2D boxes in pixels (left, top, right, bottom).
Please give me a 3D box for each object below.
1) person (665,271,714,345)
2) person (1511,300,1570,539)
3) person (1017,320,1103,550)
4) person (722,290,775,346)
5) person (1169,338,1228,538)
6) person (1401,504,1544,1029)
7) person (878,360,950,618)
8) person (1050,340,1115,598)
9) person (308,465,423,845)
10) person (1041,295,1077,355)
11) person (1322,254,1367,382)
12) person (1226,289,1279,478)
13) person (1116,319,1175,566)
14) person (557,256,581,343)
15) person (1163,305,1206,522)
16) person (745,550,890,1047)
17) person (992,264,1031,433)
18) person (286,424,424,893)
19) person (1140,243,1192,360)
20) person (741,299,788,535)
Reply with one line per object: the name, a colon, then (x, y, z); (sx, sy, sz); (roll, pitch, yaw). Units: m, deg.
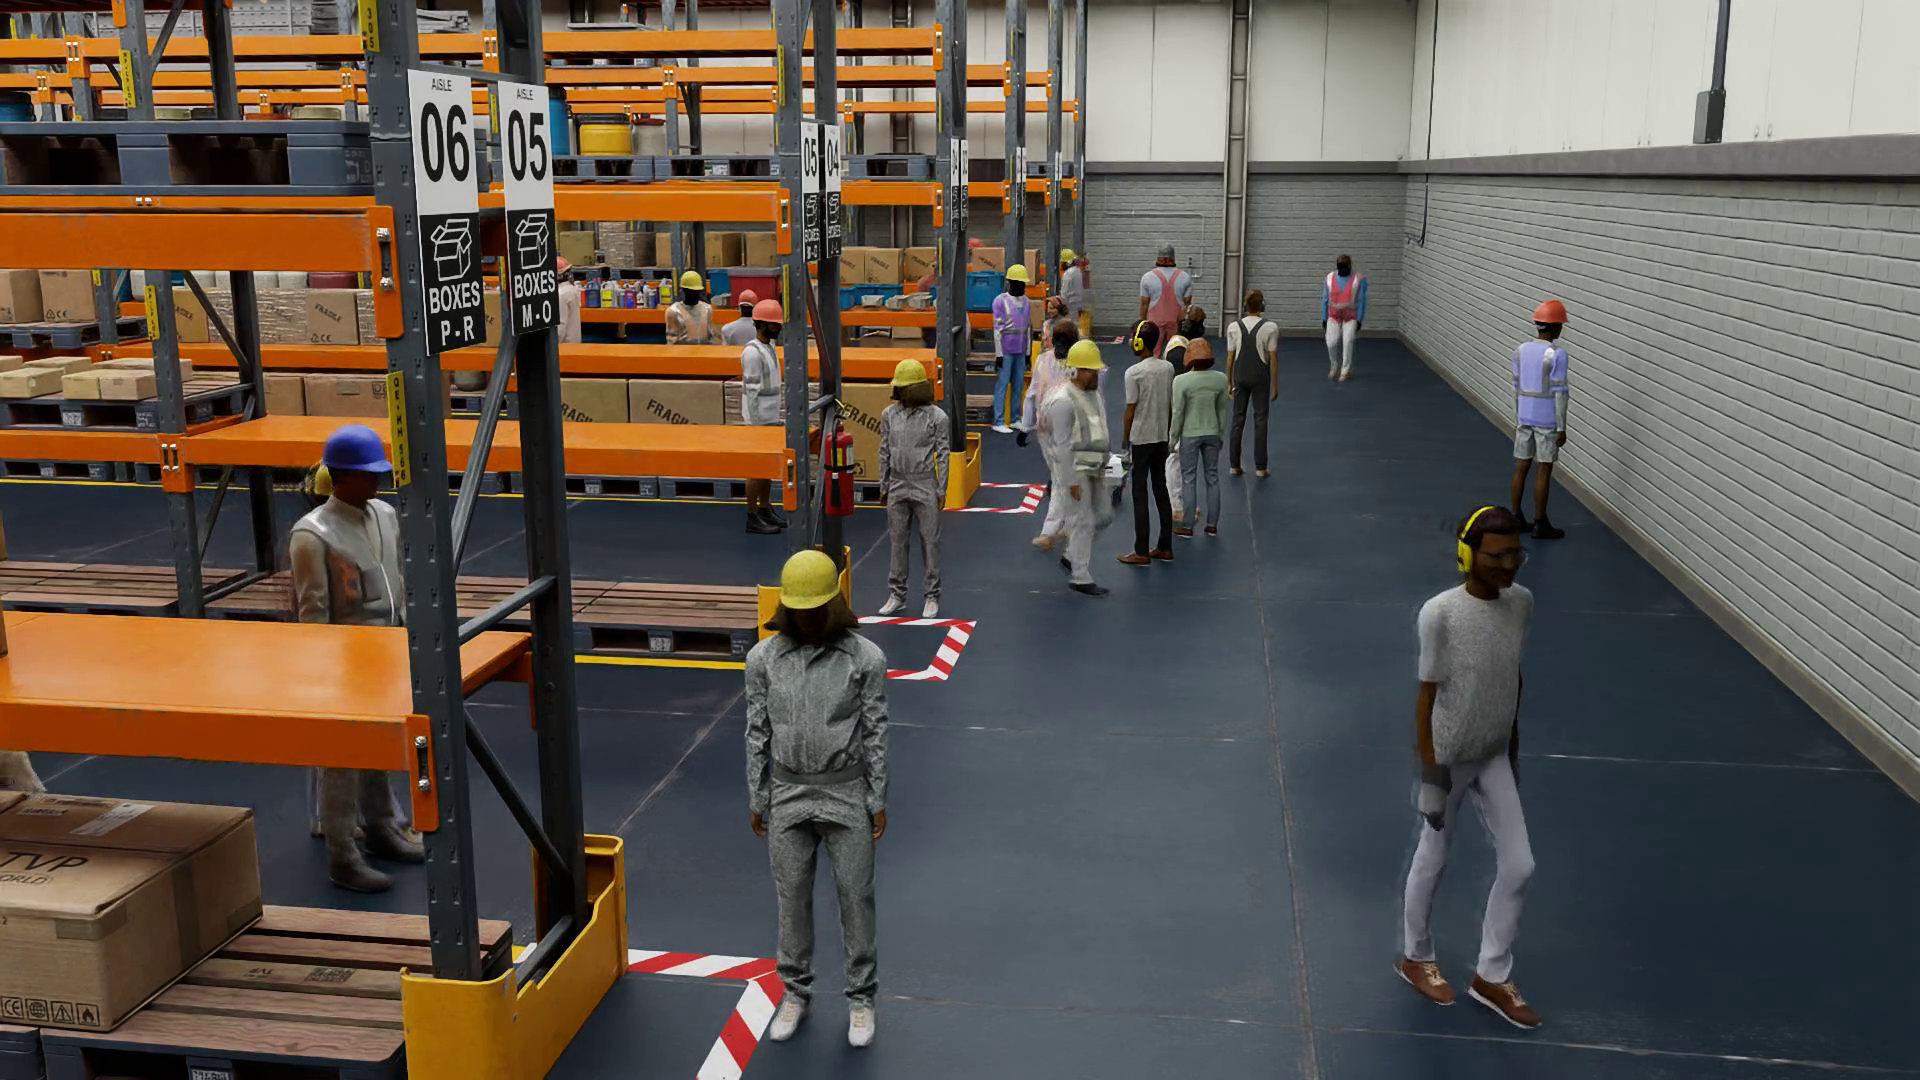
person: (-2.864, -1.911, 17.796); (0.582, 1.917, 0.404); (-12, 17, -44)
person: (4.726, -0.977, 13.516); (0.359, 1.938, 0.547); (-7, 14, -27)
person: (0.782, -0.846, 13.258); (0.614, 1.794, 0.919); (11, 17, 41)
person: (-2.178, -1.714, 17.258); (0.561, 1.753, 0.327); (-1, 13, -3)
person: (1.938, -0.828, 13.540); (0.497, 1.633, 0.287); (-4, 13, -18)
person: (1.809, 0.788, 5.760); (0.548, 1.843, 0.710); (-5, 14, -23)
person: (-0.318, -0.337, 11.083); (0.492, 1.737, 0.321); (4, 13, 19)
person: (0.861, -0.496, 11.618); (0.433, 1.815, 0.619); (7, 14, 29)
person: (-2.565, 0.500, 7.266); (0.711, 1.741, 0.547); (0, 12, 1)
person: (1.075, -1.851, 18.164); (0.311, 1.632, 0.526); (-10, 16, -39)
person: (5.443, -3.152, 23.630); (0.632, 1.816, 0.443); (6, 14, 25)
person: (2.840, -1.520, 16.202); (0.509, 1.839, 0.337); (6, 14, 25)
person: (1.415, -0.732, 12.600); (0.508, 1.862, 0.326); (-10, 16, -38)
person: (-4.595, -2.298, 19.366); (0.387, 1.989, 0.608); (1, 13, 2)
person: (1.930, -1.081, 14.210); (0.429, 1.839, 0.633); (3, 13, 13)
person: (-0.484, 0.875, 5.626); (0.489, 1.732, 0.325); (1, 13, 5)
person: (0.621, -2.181, 19.009); (0.590, 1.918, 0.393); (-12, 17, -43)
person: (-2.495, 0.478, 6.931); (0.409, 1.943, 0.614); (3, 13, 15)
person: (2.681, -2.879, 21.868); (0.684, 2.000, 0.535); (-1, 13, -3)
person: (-1.590, -1.011, 13.705); (0.386, 1.929, 0.547); (3, 13, 13)
